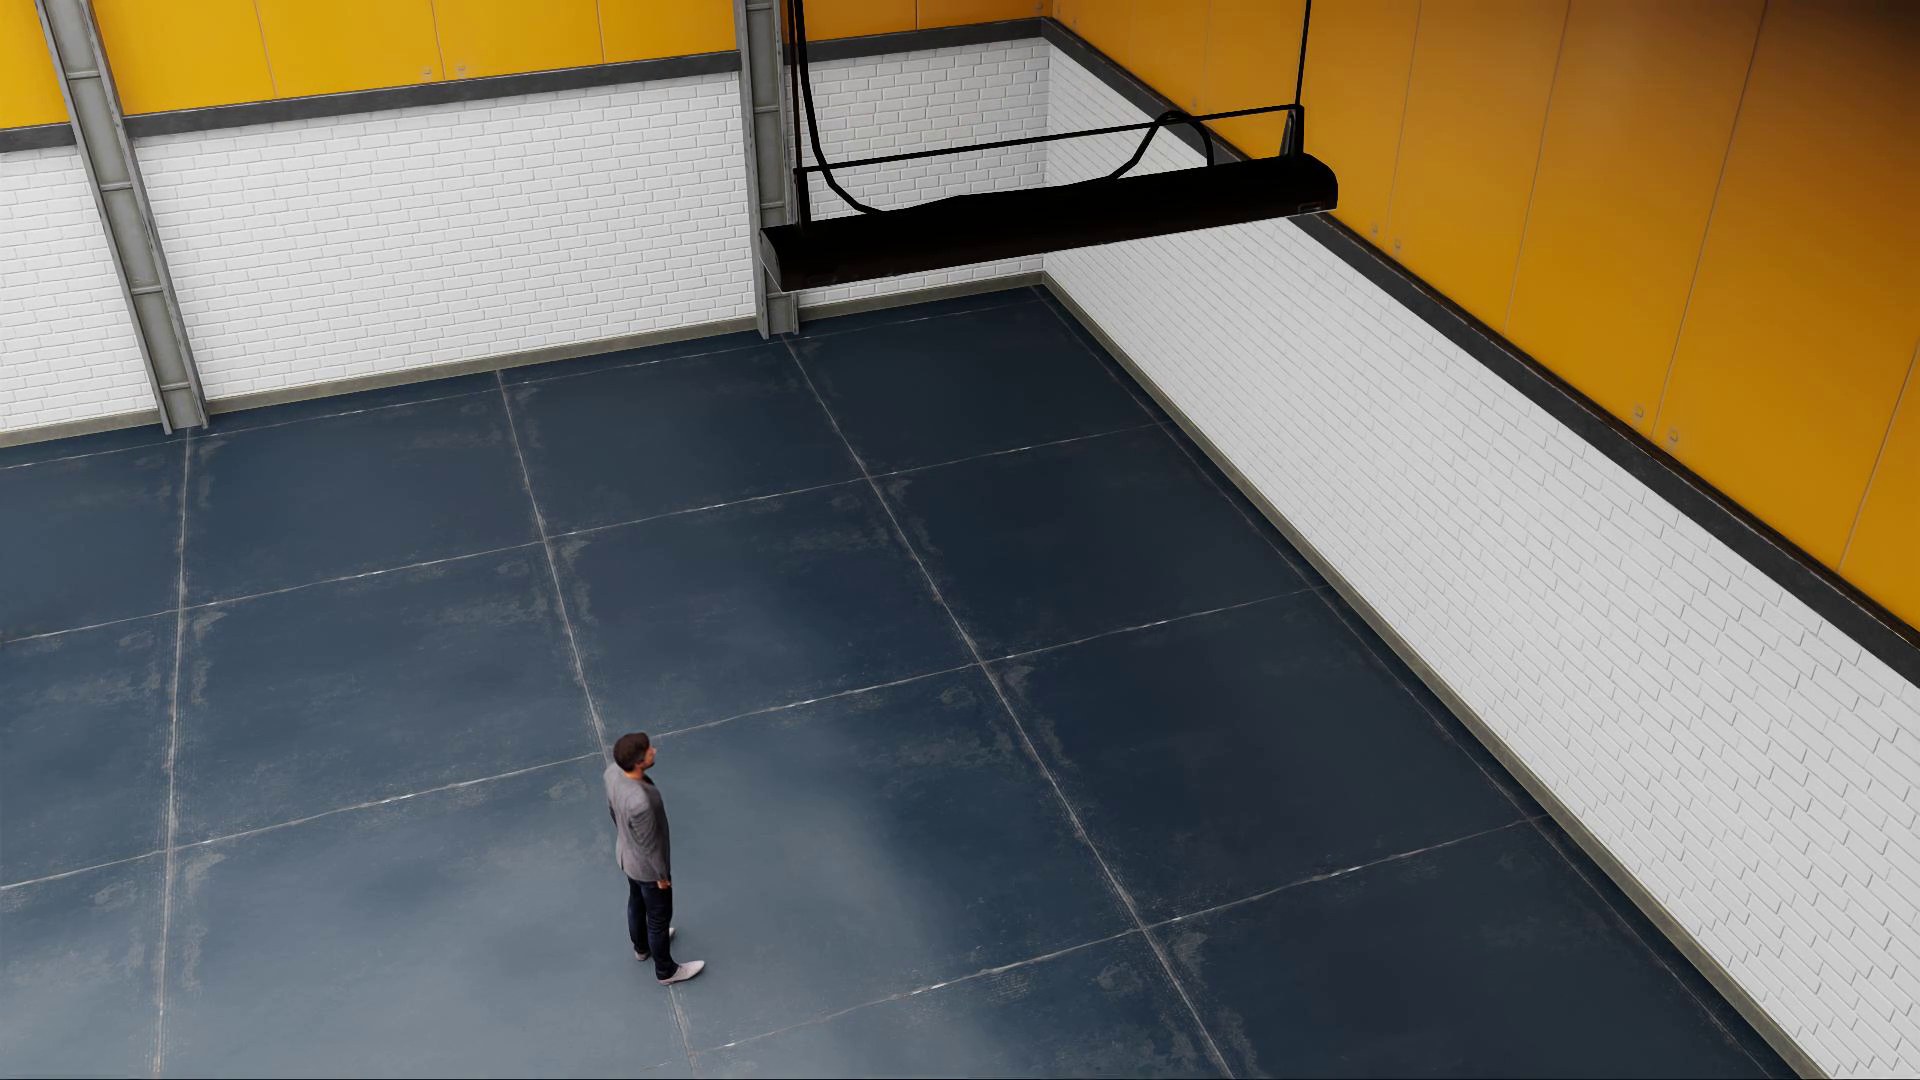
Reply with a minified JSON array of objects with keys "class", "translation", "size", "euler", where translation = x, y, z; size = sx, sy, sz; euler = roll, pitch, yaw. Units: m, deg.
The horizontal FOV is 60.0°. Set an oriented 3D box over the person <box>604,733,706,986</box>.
[{"class":"person","translation":[-1.909,1.921,10.091],"size":[0.705,1.874,0.746],"euler":[-22,40,-30]}]
